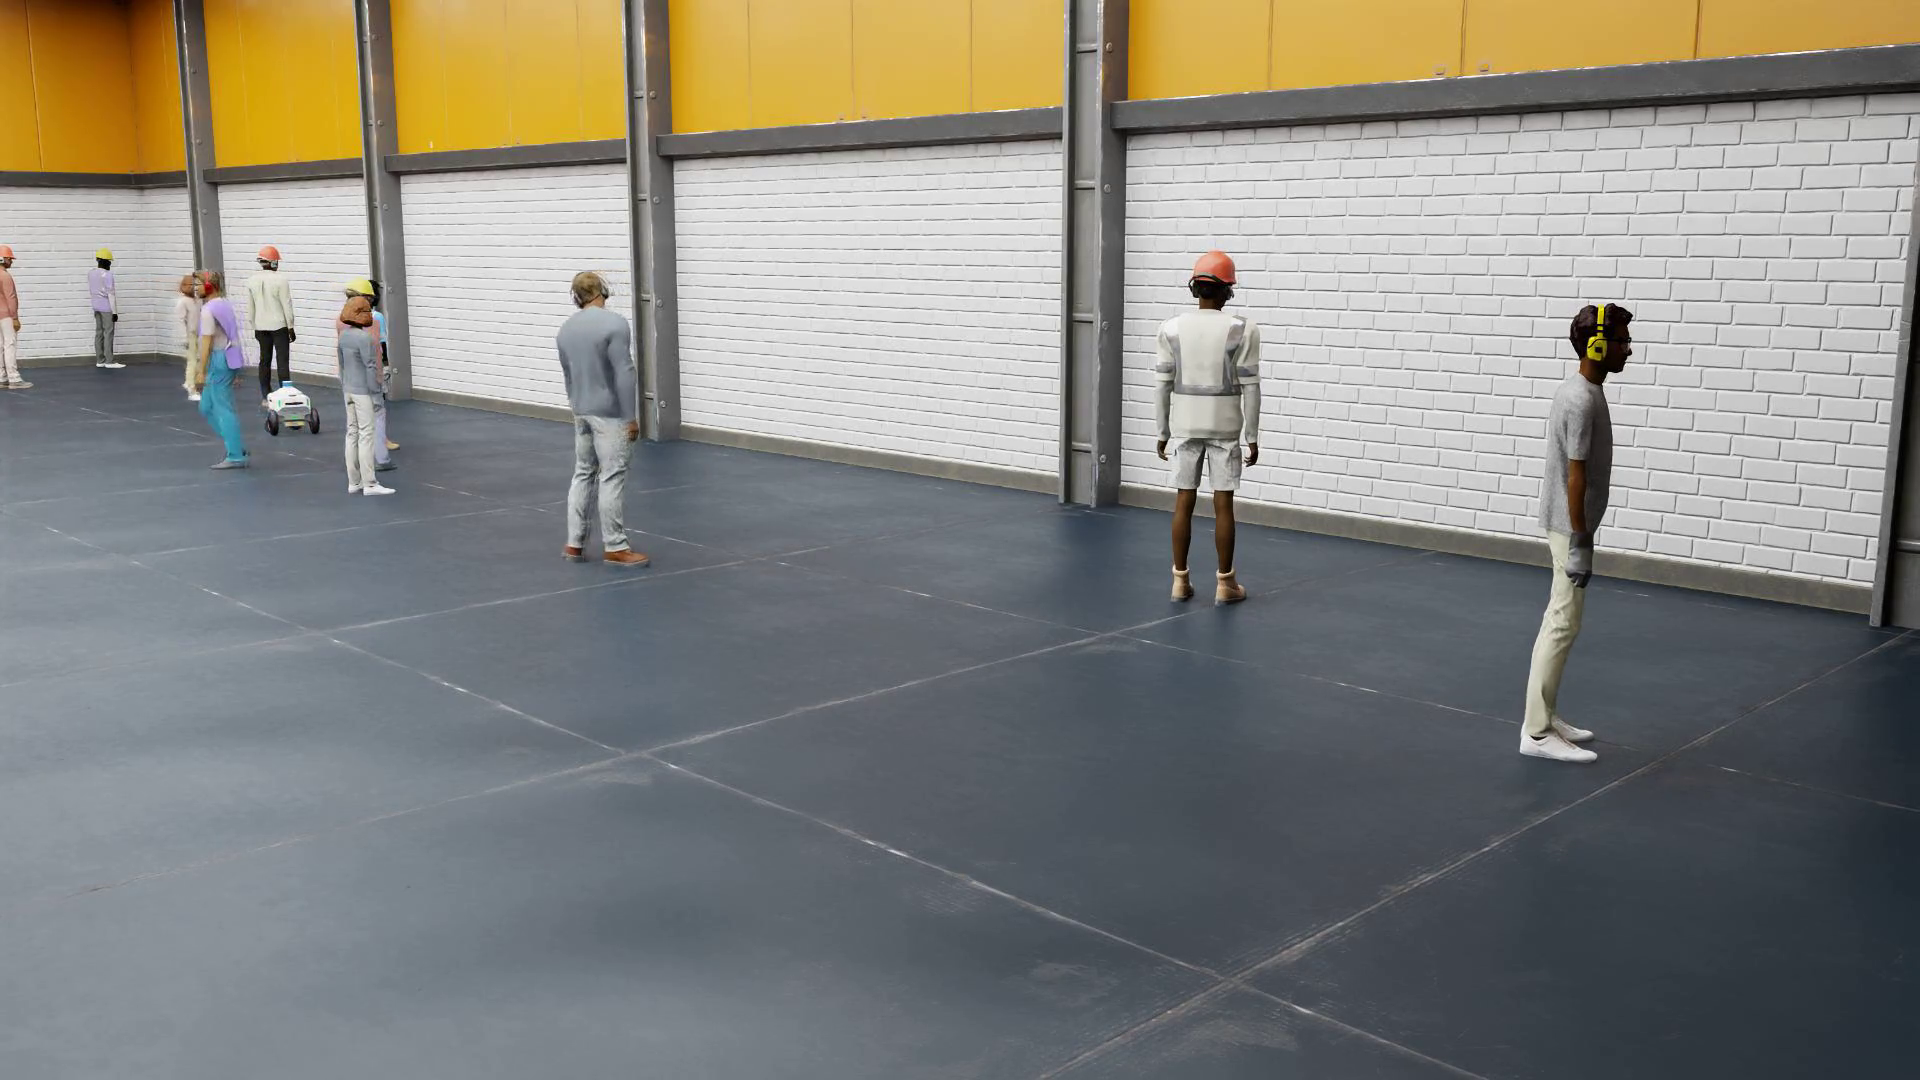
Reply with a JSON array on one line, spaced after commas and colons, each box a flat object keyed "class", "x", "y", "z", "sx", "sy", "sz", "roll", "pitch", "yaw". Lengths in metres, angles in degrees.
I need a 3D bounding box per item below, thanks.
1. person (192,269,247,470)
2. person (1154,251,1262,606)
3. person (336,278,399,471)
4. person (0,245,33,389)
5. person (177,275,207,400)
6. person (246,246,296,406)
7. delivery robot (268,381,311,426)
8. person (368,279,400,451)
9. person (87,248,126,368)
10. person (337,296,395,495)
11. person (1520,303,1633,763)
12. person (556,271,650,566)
[{"class": "person", "x": -6.759, "y": -1.542, "z": 15.152, "sx": 0.455, "sy": 1.826, "sz": 0.581, "roll": -2, "pitch": 11, "yaw": -13}, {"class": "person", "x": 1.439, "y": -0.642, "z": 9.637, "sx": 0.616, "sy": 2.041, "sz": 0.378, "roll": 4, "pitch": 11, "yaw": 22}, {"class": "person", "x": -5.409, "y": -1.488, "z": 15.119, "sx": 0.553, "sy": 1.744, "sz": 0.408, "roll": 5, "pitch": 12, "yaw": 26}, {"class": "person", "x": -13.328, "y": -3.109, "z": 23.242, "sx": 0.610, "sy": 1.988, "sz": 0.391, "roll": 7, "pitch": 13, "yaw": 35}, {"class": "person", "x": -9.891, "y": -2.606, "z": 21.494, "sx": 0.349, "sy": 1.621, "sz": 0.518, "roll": 2, "pitch": 11, "yaw": 9}, {"class": "person", "x": -8.567, "y": -2.659, "z": 20.764, "sx": 0.608, "sy": 1.996, "sz": 0.380, "roll": 3, "pitch": 11, "yaw": 15}, {"class": "delivery robot", "x": -7.259, "y": -1.476, "z": 17.992, "sx": 0.477, "sy": 0.478, "sz": 0.707, "roll": -6, "pitch": 12, "yaw": -29}, {"class": "person", "x": -5.832, "y": -1.728, "z": 16.505, "sx": 0.542, "sy": 1.695, "sz": 0.316, "roll": 8, "pitch": 13, "yaw": 37}, {"class": "person", "x": -13.759, "y": -3.724, "z": 26.792, "sx": 0.585, "sy": 1.919, "sz": 0.388, "roll": 6, "pitch": 12, "yaw": 30}, {"class": "person", "x": -4.930, "y": -1.186, "z": 13.720, "sx": 0.497, "sy": 1.634, "sz": 0.278, "roll": 10, "pitch": 14, "yaw": 42}, {"class": "person", "x": 2.510, "y": -0.021, "z": 6.778, "sx": 0.331, "sy": 1.855, "sz": 0.509, "roll": 3, "pitch": 11, "yaw": 18}, {"class": "person", "x": -2.329, "y": -0.771, "z": 10.760, "sx": 0.701, "sy": 1.900, "sz": 0.360, "roll": 9, "pitch": 13, "yaw": 39}]
